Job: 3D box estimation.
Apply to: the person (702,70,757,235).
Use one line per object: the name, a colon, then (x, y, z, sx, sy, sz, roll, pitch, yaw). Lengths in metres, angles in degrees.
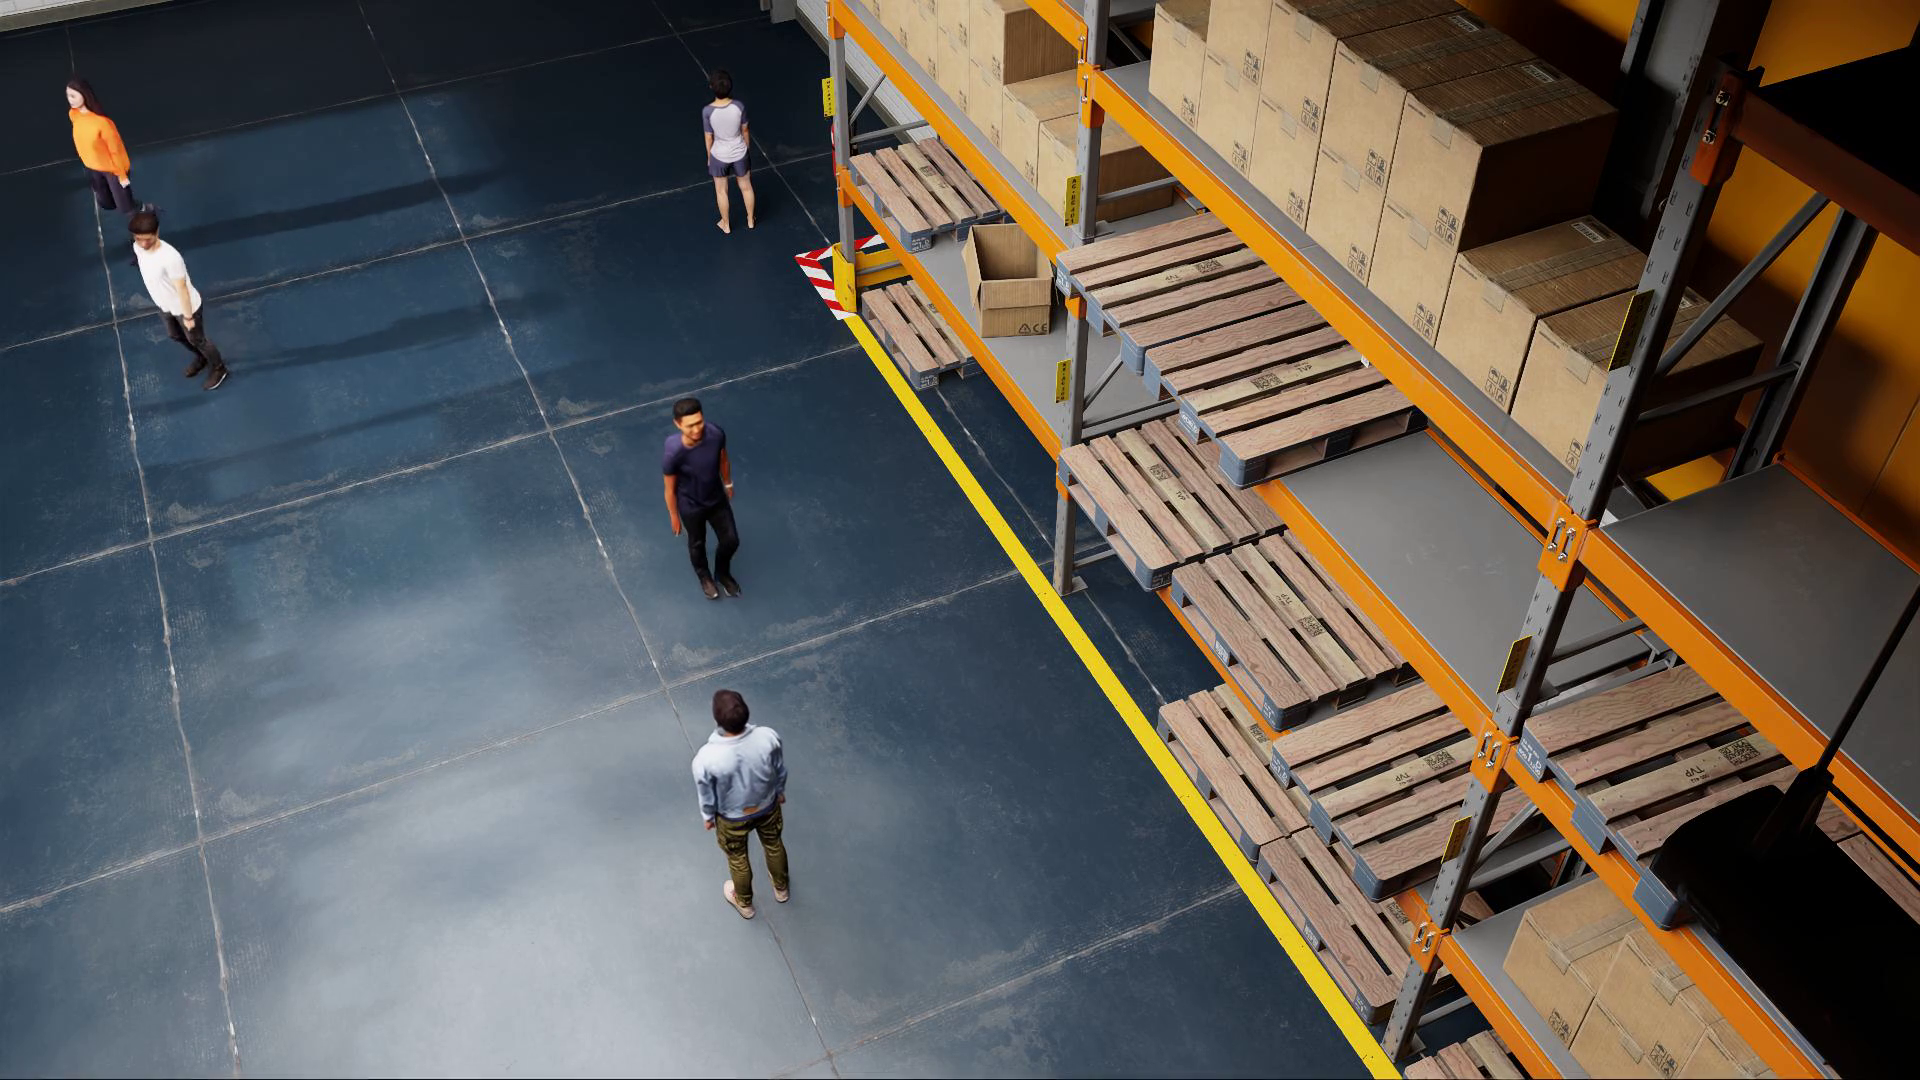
person: (-2.054, -3.457, 14.788, 0.580, 1.566, 0.548, -13, 45, -13)

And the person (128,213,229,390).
person: (-6.131, -1.912, 13.083, 0.866, 1.681, 0.773, -34, 53, -31)

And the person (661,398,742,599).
person: (-1.802, -0.328, 11.348, 0.706, 1.779, 0.655, -24, 49, -23)

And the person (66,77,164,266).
person: (-7.317, -3.249, 14.444, 0.883, 1.738, 0.923, 19, 47, 19)

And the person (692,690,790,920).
person: (-1.211, 1.498, 9.410, 0.677, 1.810, 0.560, -20, 47, -19)
